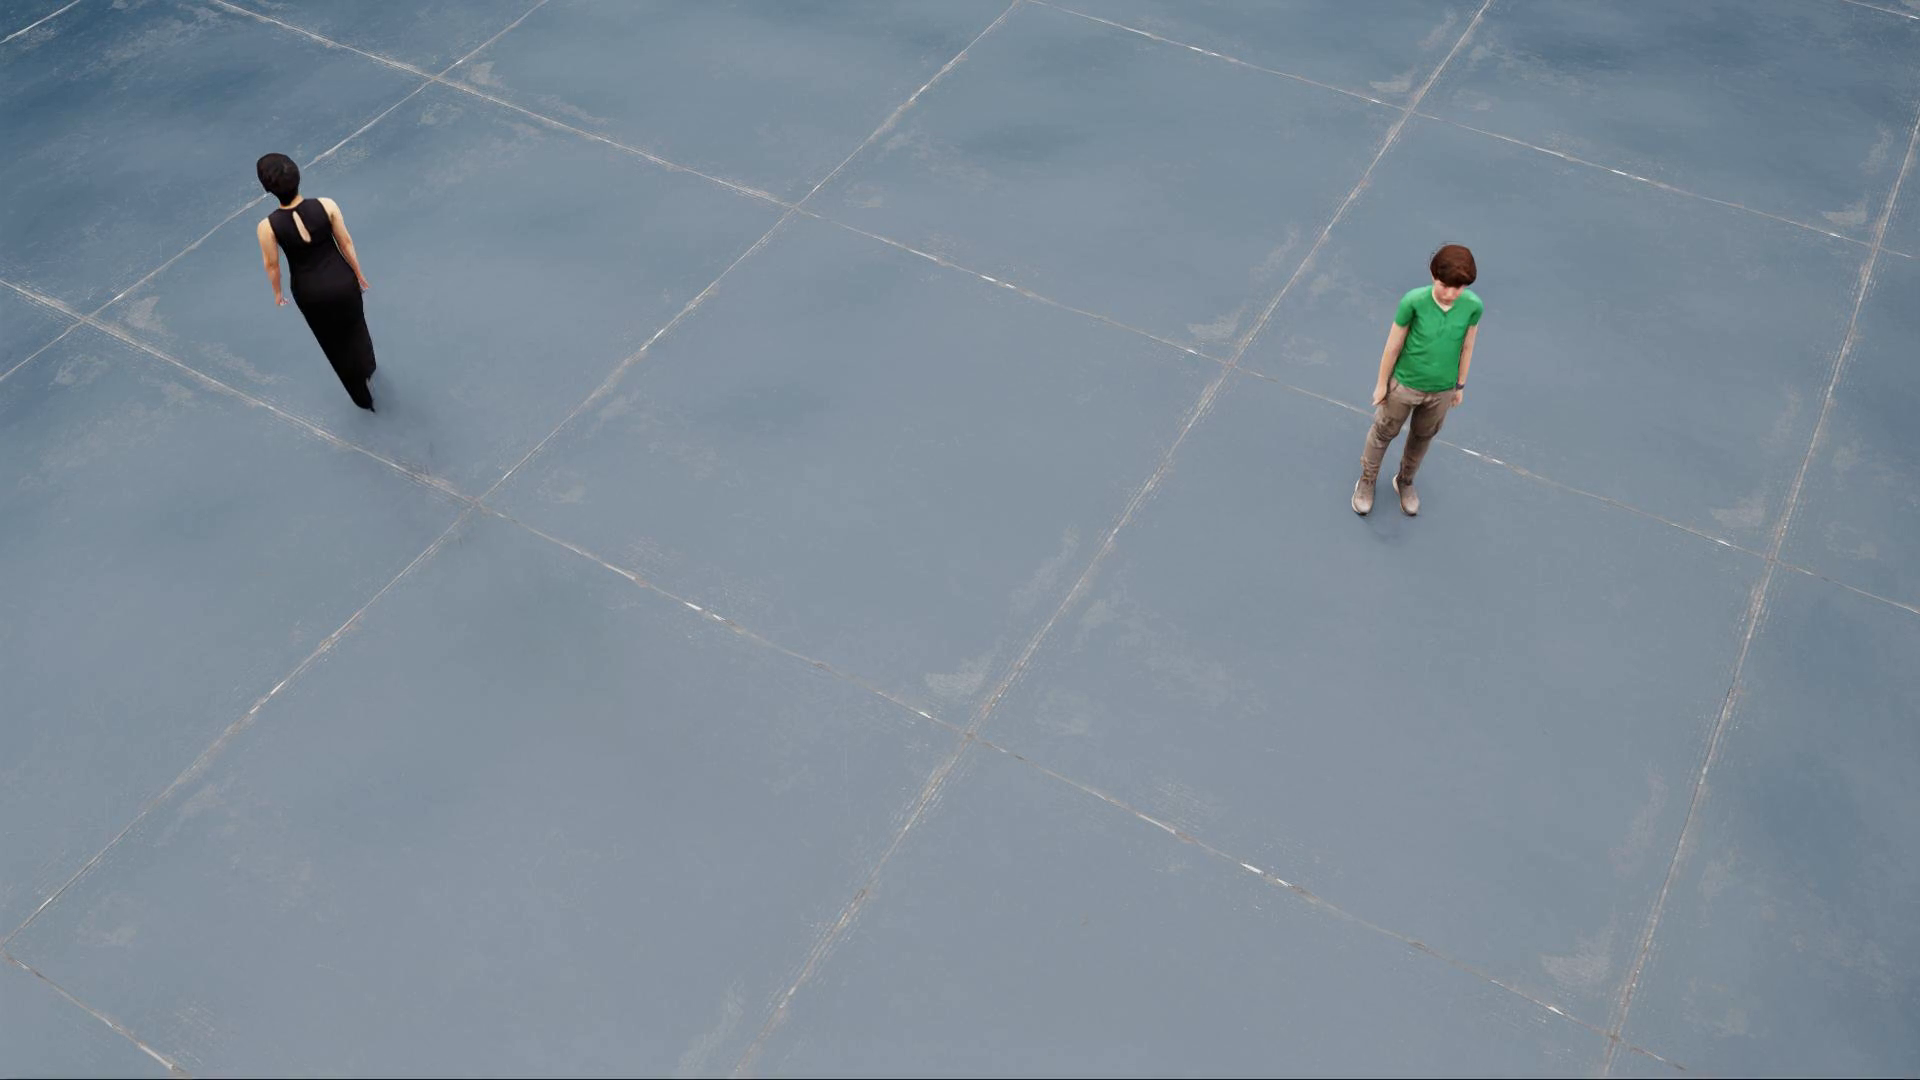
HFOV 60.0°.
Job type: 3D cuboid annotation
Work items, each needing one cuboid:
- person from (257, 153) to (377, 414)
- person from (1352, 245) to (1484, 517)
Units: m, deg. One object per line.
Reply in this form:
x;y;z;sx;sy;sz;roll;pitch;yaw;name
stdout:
-3.285;-1.269;8.659;0.758;1.588;0.836;-27;53;-23;person
2.264;-0.794;8.177;0.616;1.652;0.733;2;47;1;person
